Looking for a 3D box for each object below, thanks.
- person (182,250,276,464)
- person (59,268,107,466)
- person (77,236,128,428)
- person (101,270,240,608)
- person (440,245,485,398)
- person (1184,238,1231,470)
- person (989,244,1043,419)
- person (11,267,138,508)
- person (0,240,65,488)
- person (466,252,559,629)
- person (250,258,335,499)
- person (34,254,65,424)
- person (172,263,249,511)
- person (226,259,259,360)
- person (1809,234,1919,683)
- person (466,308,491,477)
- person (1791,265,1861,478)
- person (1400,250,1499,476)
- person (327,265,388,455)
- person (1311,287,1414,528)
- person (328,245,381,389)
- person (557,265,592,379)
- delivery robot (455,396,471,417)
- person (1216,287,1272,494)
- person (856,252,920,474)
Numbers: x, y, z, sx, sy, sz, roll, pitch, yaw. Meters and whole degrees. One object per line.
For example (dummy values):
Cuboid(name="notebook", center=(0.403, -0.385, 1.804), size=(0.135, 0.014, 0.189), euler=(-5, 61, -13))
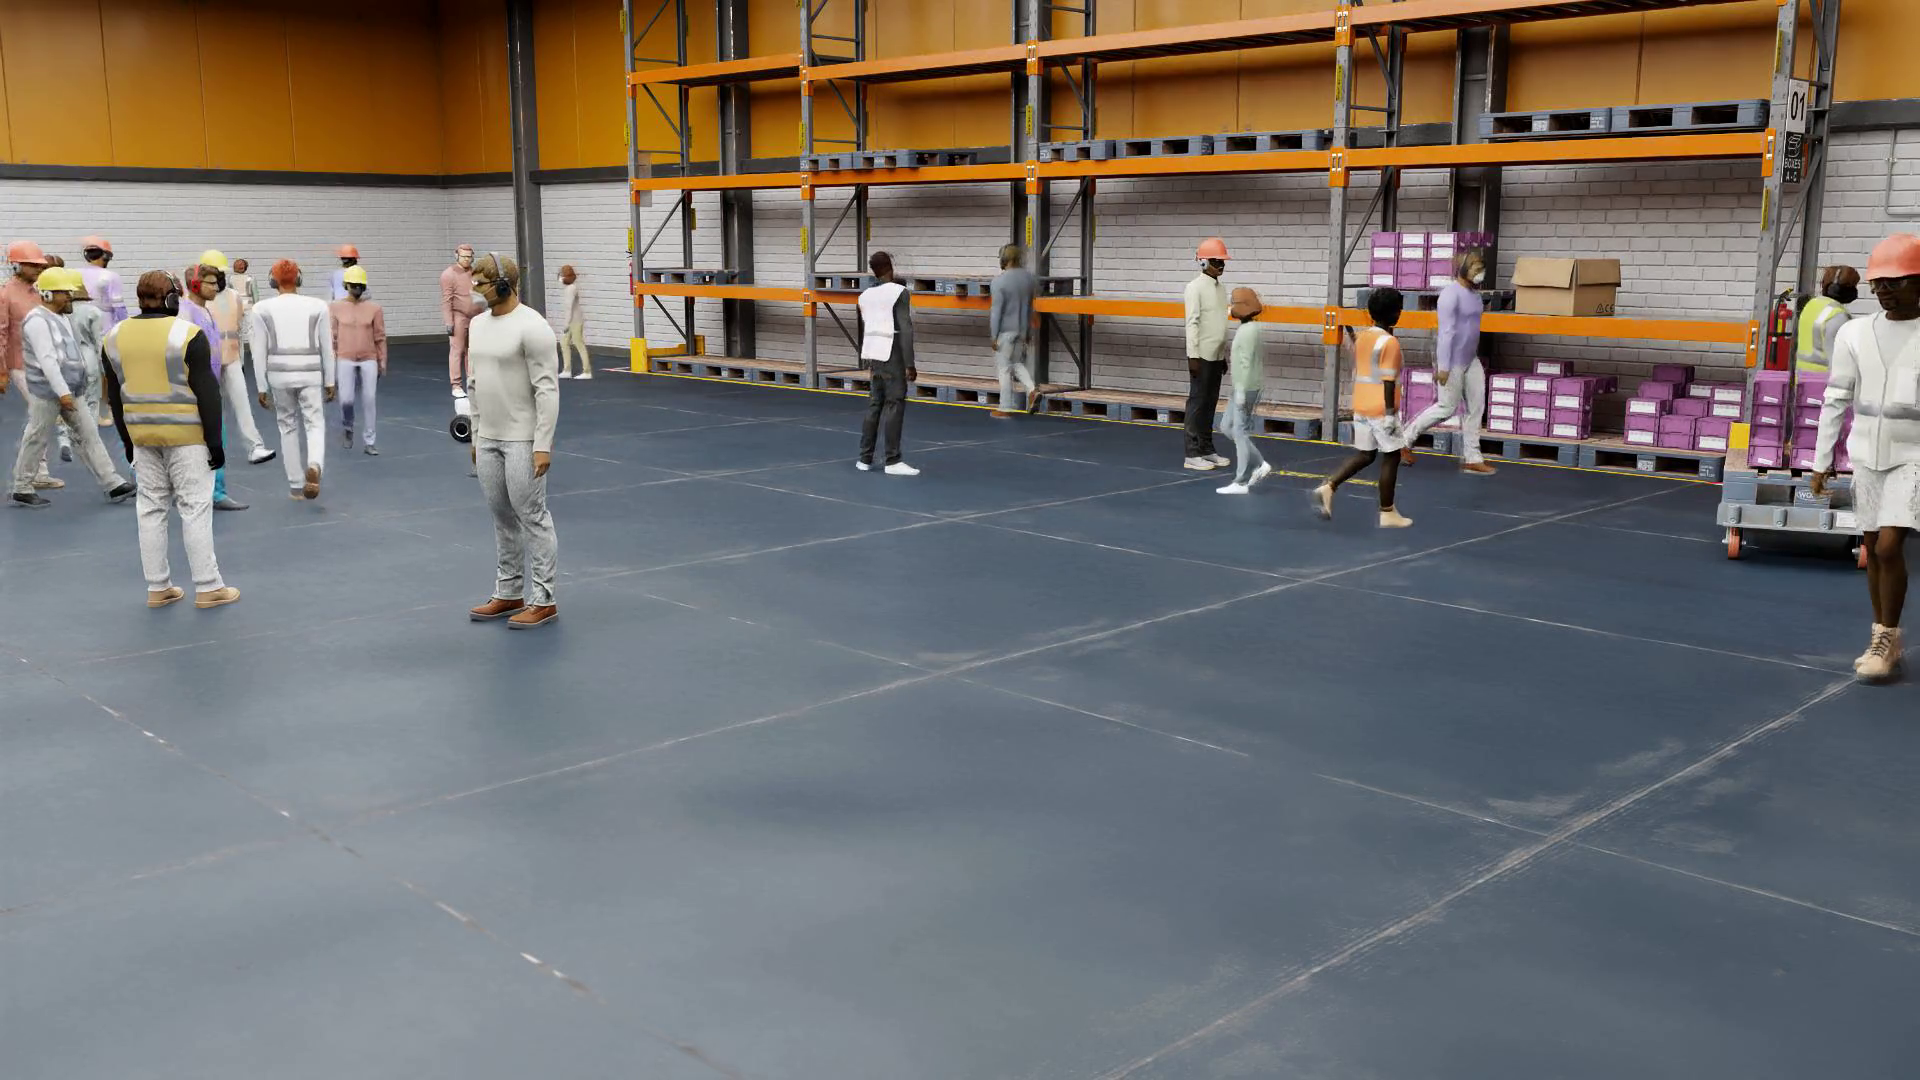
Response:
Cuboid(name="person", center=(-6.458, -1.585, 14.612), size=(0.964, 1.877, 0.607), euler=(7, 12, 33))
Cuboid(name="person", center=(-7.723, -1.502, 14.568), size=(0.482, 1.734, 0.407), euler=(-1, 10, -8))
Cuboid(name="person", center=(-9.036, -2.193, 17.599), size=(0.663, 1.994, 0.818), euler=(3, 11, 16))
Cuboid(name="person", center=(-4.278, -0.539, 9.041), size=(0.624, 1.840, 0.429), euler=(1, 10, 8))
Cuboid(name="person", center=(-6.194, -2.747, 20.908), size=(0.399, 1.902, 0.642), euler=(6, 12, 31))
Cuboid(name="person", center=(2.158, -1.614, 14.467), size=(0.381, 1.994, 0.622), euler=(7, 12, 34))
Cuboid(name="person", center=(0.588, -2.268, 18.222), size=(0.647, 1.927, 0.559), euler=(-10, 14, -44))
Cuboid(name="person", center=(-6.657, -1.120, 12.360), size=(0.951, 1.782, 0.607), euler=(0, 10, -2))
Cuboid(name="person", center=(-7.352, -1.377, 13.222), size=(0.446, 1.975, 0.644), euler=(1, 10, 8))
Cuboid(name="person", center=(-2.322, -0.510, 8.611), size=(0.635, 1.933, 0.352), euler=(8, 13, 38))
Cuboid(name="person", center=(-5.026, -1.199, 12.581), size=(0.581, 1.861, 0.716), euler=(-4, 11, -23))
Cuboid(name="person", center=(-9.648, -2.164, 17.969), size=(0.627, 1.811, 0.824), euler=(7, 13, 34))
Cuboid(name="person", center=(-5.563, -1.094, 12.097), size=(0.521, 1.822, 0.575), euler=(-1, 10, -7))
Cuboid(name="person", center=(-11.639, -3.737, 27.018), size=(0.517, 1.639, 0.313), euler=(0, 10, -2))
Cuboid(name="person", center=(4.177, -0.359, 7.536), size=(0.688, 2.017, 0.644), euler=(-7, 12, -33))
Cuboid(name="person", center=(-3.771, -1.320, 13.608), size=(0.874, 1.725, 0.531), euler=(6, 12, 28))
Cuboid(name="person", center=(6.450, -1.121, 12.295), size=(0.523, 1.806, 0.675), euler=(1, 10, 4))
Cuboid(name="person", center=(4.177, -1.513, 14.159), size=(0.855, 1.908, 0.629), euler=(10, 14, 43))
Cuboid(name="person", center=(-5.556, -1.652, 15.338), size=(0.540, 1.750, 0.416), euler=(-6, 12, -28))
Cuboid(name="person", center=(2.809, -0.897, 11.424), size=(0.651, 1.673, 0.538), euler=(-3, 11, -13))
Cuboid(name="person", center=(-8.086, -2.968, 22.149), size=(0.560, 1.890, 0.973), euler=(5, 11, 24))
Cuboid(name="person", center=(-5.472, -3.043, 23.320), size=(0.606, 1.600, 0.527), euler=(-5, 11, -23))
Cuboid(name="delivery robot", center=(-4.587, -1.290, 16.379), size=(0.707, 0.478, 0.477), euler=(2, 11, 9))
Cuboid(name="person", center=(2.201, -1.162, 12.993), size=(0.361, 1.621, 0.518), euler=(1, 10, 8))
Cuboid(name="person", center=(-0.652, -1.494, 14.146), size=(0.365, 1.882, 0.699), euler=(-8, 13, -38))
